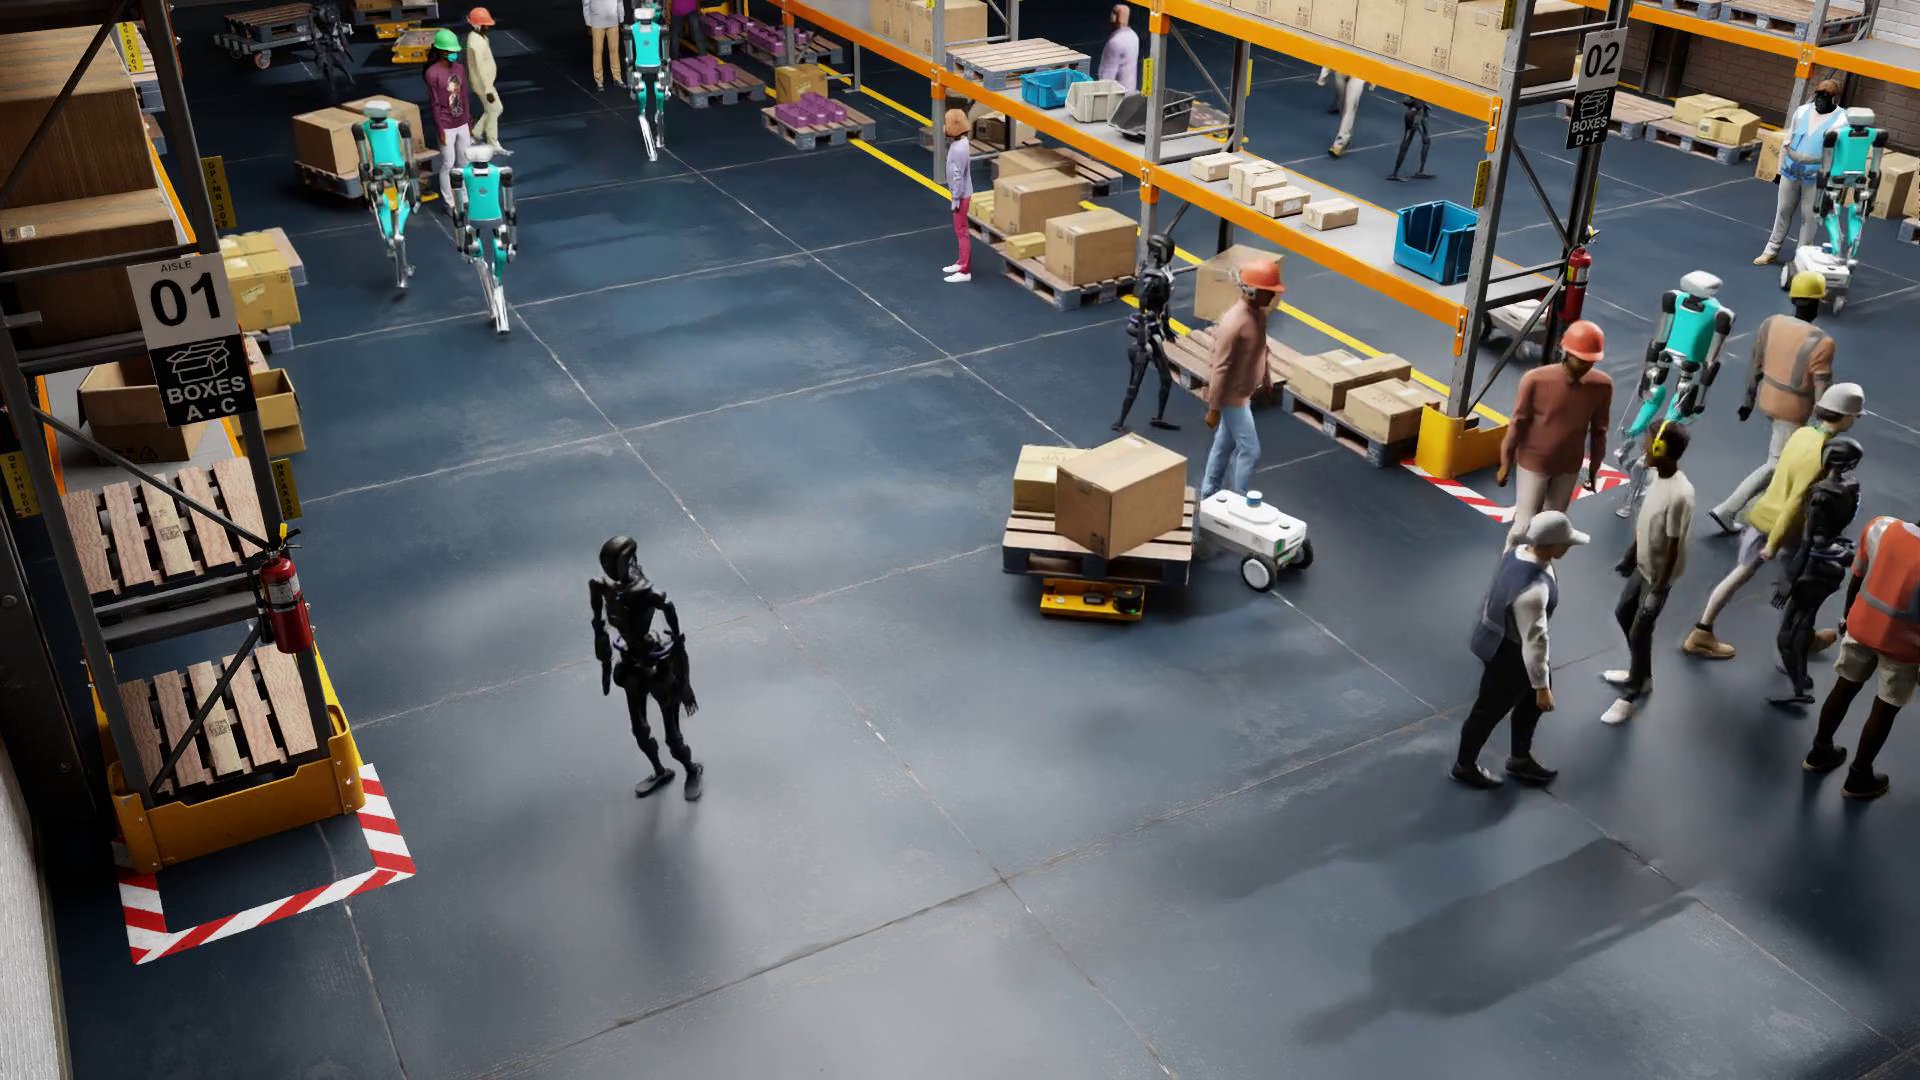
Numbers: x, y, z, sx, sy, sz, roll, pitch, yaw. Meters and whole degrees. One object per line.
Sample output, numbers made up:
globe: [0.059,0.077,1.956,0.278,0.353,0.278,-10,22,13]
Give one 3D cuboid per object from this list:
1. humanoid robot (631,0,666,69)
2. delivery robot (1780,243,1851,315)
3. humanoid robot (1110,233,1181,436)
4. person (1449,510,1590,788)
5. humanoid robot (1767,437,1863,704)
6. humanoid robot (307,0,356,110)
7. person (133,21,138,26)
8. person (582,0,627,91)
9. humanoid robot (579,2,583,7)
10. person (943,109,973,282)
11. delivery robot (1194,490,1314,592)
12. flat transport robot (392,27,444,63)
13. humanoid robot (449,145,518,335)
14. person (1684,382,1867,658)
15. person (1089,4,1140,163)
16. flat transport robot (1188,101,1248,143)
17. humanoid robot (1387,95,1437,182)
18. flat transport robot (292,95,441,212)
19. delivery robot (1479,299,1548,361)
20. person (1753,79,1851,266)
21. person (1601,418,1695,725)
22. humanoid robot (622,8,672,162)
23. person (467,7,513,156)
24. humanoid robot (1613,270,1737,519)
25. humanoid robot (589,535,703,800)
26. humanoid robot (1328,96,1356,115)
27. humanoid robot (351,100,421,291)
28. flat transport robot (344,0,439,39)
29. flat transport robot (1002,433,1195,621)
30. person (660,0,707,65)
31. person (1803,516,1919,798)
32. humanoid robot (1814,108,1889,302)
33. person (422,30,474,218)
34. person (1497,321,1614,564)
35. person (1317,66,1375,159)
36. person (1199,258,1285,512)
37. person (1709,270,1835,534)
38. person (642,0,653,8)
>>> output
humanoid robot: [-4.266,-7.270,22.580,0.530,1.744,0.788,-14,33,-23]
delivery robot: [7.962,-2.449,15.379,0.499,0.587,0.762,6,30,11]
humanoid robot: [1.455,-1.572,12.747,0.534,1.648,0.601,14,33,23]
person: [3.052,0.623,8.846,0.699,1.732,0.772,9,31,16]
humanoid robot: [5.022,0.176,9.686,0.585,1.638,0.400,-26,39,-37]
humanoid robot: [-7.736,-5.996,20.429,0.347,1.647,0.585,10,31,17]
person: [-10.885,-6.774,21.553,0.859,1.911,0.629,8,31,13]
person: [-4.632,-6.777,21.720,0.563,1.747,0.336,-16,33,-25]
humanoid robot: [-5.820,-9.171,25.961,0.586,1.656,0.365,-1,30,-2]
person: [-0.021,-3.258,15.716,0.288,1.627,0.497,0,30,-1]
delivery robot: [1.972,-0.037,11.190,0.789,0.598,0.499,26,39,38]
flat transport robot: [-7.655,-7.046,23.676,0.659,0.231,1.431,-4,30,-7]
humanoid robot: [-4.119,-2.637,14.541,0.563,1.737,1.015,-8,31,-13]
person: [5.006,-0.093,10.021,1.005,1.806,0.488,0,30,0]
person: [1.827,-4.992,18.527,0.930,1.847,0.691,11,32,18]
flat transport robot: [2.898,-5.069,20.233,0.659,0.231,1.431,-9,31,-15]
humanoid robot: [5.080,-4.763,18.288,0.555,1.645,0.590,10,31,16]
flat transport robot: [-6.400,-3.860,18.129,1.431,0.231,0.659,22,36,33]
delivery robot: [4.861,-1.937,14.504,0.499,0.604,0.801,-10,31,-17]
person: [8.070,-3.464,15.863,0.429,1.844,0.624,-21,36,-32]
person: [3.981,0.194,9.511,0.384,1.838,0.615,2,30,3]
humanoid robot: [-3.544,-5.239,19.141,0.546,1.859,0.838,-3,30,-5]
person: [-5.451,-5.236,19.053,0.416,1.733,0.594,-9,31,-16]
humanoid robot: [4.841,-0.961,11.613,0.792,1.782,0.542,-19,35,-29]
humanoid robot: [-1.638,0.674,8.823,0.606,1.638,0.391,11,32,18]
humanoid robot: [4.852,-6.069,20.555,0.361,1.647,0.615,-23,37,-34]
humanoid robot: [-5.287,-3.088,15.366,0.530,1.774,1.018,-3,30,-6]
flat transport robot: [-8.493,-7.766,24.929,0.659,0.231,1.431,-13,32,-22]
flat transport robot: [0.952,0.087,11.259,0.659,0.231,1.431,5,30,8]
person: [-3.736,-7.151,22.322,0.626,1.792,0.969,-21,36,-32]
person: [4.961,0.509,8.839,0.383,1.952,0.611,-15,33,-24]
humanoid robot: [8.051,-2.969,15.108,0.577,1.773,0.716,6,30,10]
person: [-5.255,-4.315,17.258,0.450,1.934,0.489,18,35,28]
person: [3.753,-0.472,10.515,0.644,1.974,0.449,-1,30,-2]
person: [4.453,-5.351,19.143,0.577,1.845,0.976,18,35,29]
person: [2.024,-0.982,11.406,0.734,1.968,0.629,13,32,21]
person: [5.663,-0.940,11.426,0.854,1.878,0.585,-8,31,-14]
person: [-4.919,-9.154,25.774,0.431,1.837,0.622,-18,34,-28]
